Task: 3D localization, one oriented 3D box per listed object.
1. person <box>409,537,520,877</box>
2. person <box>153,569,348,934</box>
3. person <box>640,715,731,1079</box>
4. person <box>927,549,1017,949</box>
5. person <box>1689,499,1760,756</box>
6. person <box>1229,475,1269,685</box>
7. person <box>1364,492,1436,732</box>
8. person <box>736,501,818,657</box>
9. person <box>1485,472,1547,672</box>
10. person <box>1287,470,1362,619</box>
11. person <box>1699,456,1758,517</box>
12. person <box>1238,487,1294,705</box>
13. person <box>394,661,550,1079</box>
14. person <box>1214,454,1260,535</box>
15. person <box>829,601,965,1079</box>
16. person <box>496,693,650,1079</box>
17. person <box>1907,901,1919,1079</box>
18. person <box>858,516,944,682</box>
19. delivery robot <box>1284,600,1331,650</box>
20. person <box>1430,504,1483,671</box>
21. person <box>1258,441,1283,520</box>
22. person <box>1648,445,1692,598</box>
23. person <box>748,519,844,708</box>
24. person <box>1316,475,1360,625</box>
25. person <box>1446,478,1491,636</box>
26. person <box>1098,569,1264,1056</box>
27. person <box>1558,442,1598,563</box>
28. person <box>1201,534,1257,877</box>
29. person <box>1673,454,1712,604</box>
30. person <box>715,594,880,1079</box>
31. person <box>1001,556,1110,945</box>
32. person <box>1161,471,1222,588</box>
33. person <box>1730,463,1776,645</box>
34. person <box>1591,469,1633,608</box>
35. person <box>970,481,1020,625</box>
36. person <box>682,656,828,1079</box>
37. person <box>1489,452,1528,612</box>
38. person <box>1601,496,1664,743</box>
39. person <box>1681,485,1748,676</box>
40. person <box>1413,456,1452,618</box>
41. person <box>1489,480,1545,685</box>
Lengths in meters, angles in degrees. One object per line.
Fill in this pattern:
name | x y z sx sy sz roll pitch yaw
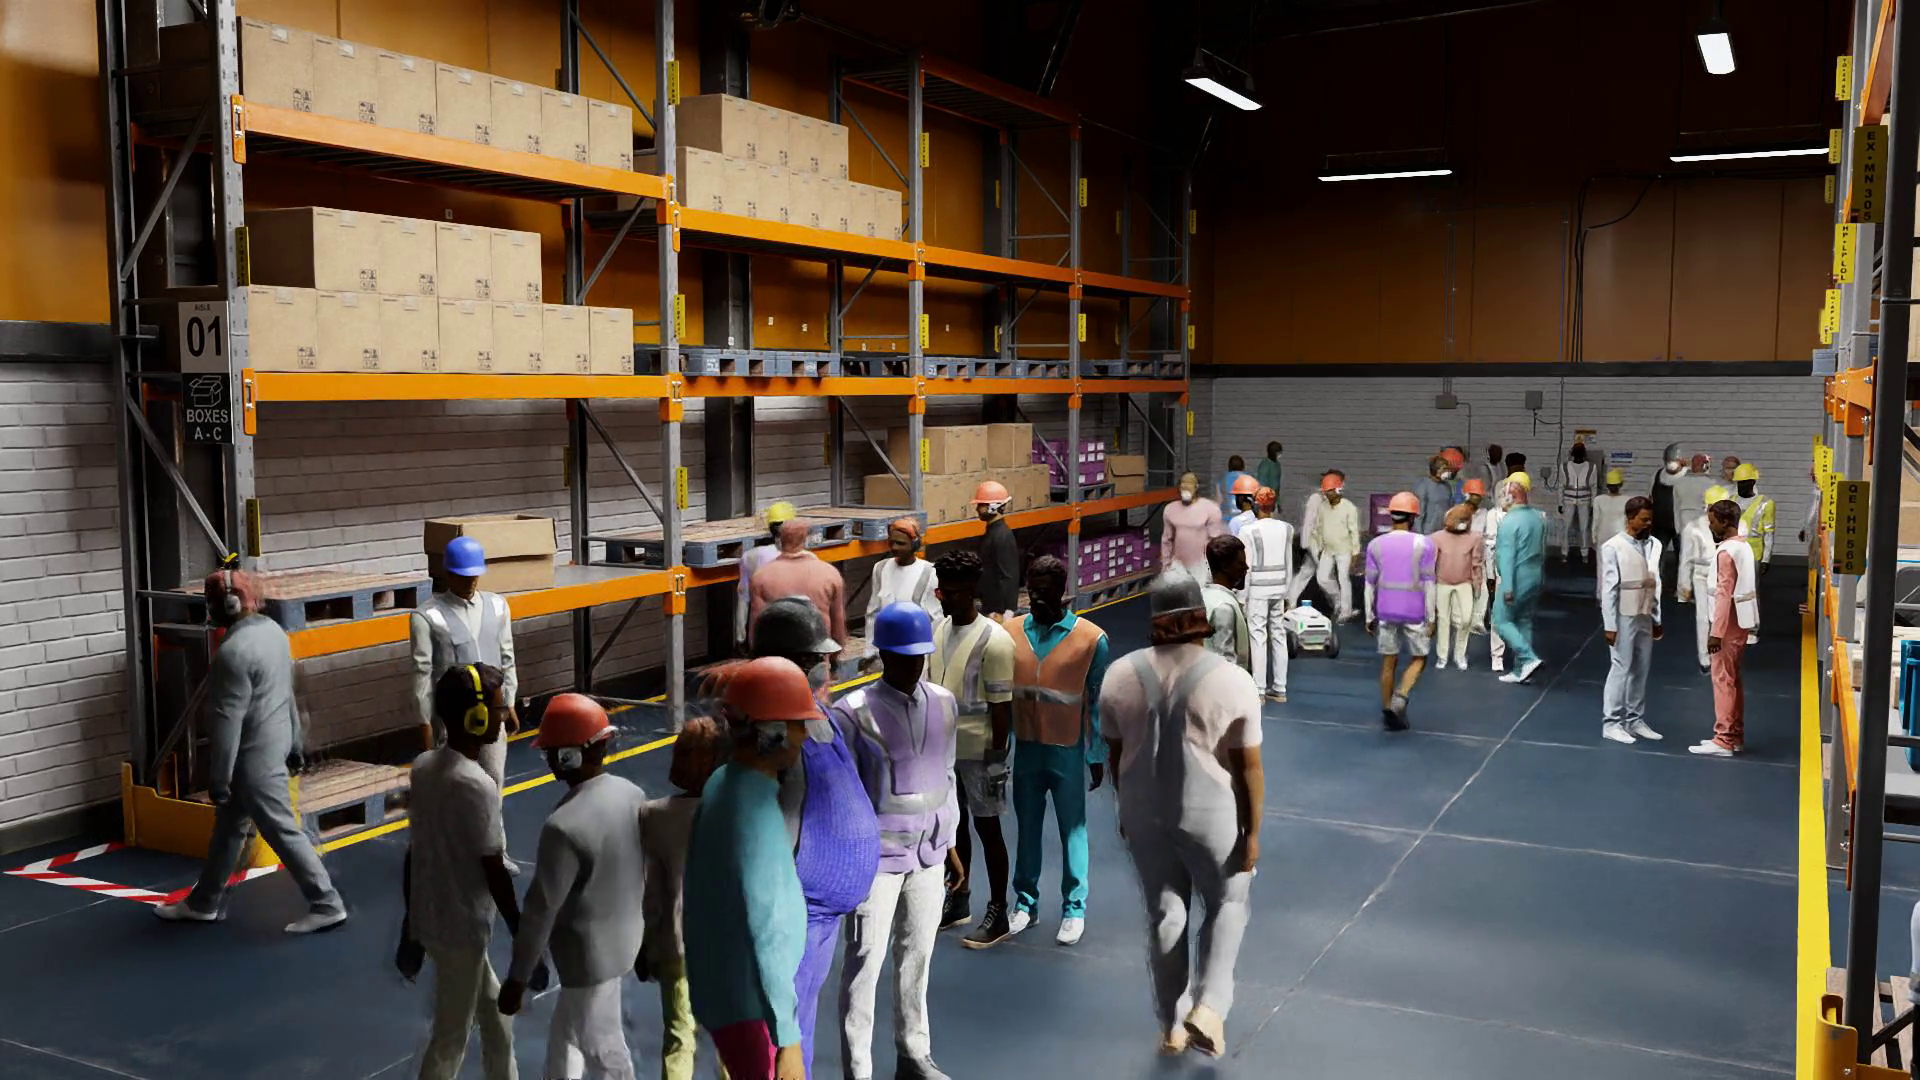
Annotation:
person | -2.724 0.940 9.175 0.418 1.933 0.616 5 7 43
person | -3.554 1.061 8.321 1.004 1.850 0.663 -1 5 -6
person | -0.854 1.408 5.672 0.500 1.636 0.284 1 5 12
person | 0.029 1.015 8.226 0.385 1.957 0.603 -4 7 -40
person | 5.732 0.652 12.409 0.414 1.906 0.597 4 6 34
person | 2.607 0.377 15.172 0.549 1.936 0.377 -5 7 -43
person | 3.468 0.585 13.120 0.582 1.914 0.565 3 6 30
person | -1.335 0.664 12.281 0.628 1.908 0.525 0 5 -5
person | 5.347 0.306 15.993 0.588 1.927 0.365 0 5 -3
person | 4.249 0.053 19.643 0.989 1.776 0.631 3 6 30
person | 9.339 -0.067 20.189 0.670 1.895 0.480 1 6 15
person | 2.621 0.480 14.351 0.574 1.882 0.358 -3 6 -29
person | -1.566 1.321 5.592 0.889 1.834 0.513 -4 7 -38
person | 3.774 -0.259 22.663 0.641 1.819 0.633 1 5 12
person | -0.233 1.192 6.338 0.615 1.945 0.405 -4 7 -40
person | -1.362 1.368 5.576 0.784 1.724 0.576 1 5 11
person | 2.833 1.488 4.497 0.534 1.697 0.318 1 5 13
person | -0.375 0.775 11.211 0.615 1.878 0.381 4 6 35
delivery robot | 3.513 0.853 16.880 0.477 0.478 0.707 -1 6 -4
person | 4.728 0.457 16.036 0.596 1.615 0.446 1 5 14
person | 4.697 -0.549 25.245 0.399 1.925 0.650 3 6 26
person | 9.076 -0.237 21.231 0.713 2.000 0.974 5 7 43
person | -1.098 0.789 11.183 0.646 1.858 1.008 -1 5 -9
person | 4.324 0.113 19.084 0.405 1.725 0.647 -4 7 -38
person | 5.575 0.201 18.125 0.589 1.737 0.500 -1 6 -16
person | 0.927 1.100 6.838 0.694 2.000 0.553 3 6 26
person | 9.556 -0.573 25.754 0.574 1.876 0.355 2 6 21
person | 1.449 0.923 9.388 0.391 1.920 0.587 0 5 -4
person | 9.225 -0.125 20.765 0.410 1.904 0.639 -3 6 -29
person | -0.545 1.197 5.796 0.538 2.000 0.684 1 5 12
person | 0.450 1.028 8.271 0.597 1.916 0.371 3 6 26
person | 2.325 0.259 16.553 0.655 1.917 0.601 3 6 33
person | 8.331 0.150 17.670 0.367 1.927 0.590 -4 7 -36
person | 8.161 -0.032 20.746 0.531 1.720 0.889 3 6 29
person | 0.275 0.525 13.273 0.395 1.993 0.614 0 5 -3
person | -0.614 1.316 4.798 0.477 1.980 0.636 -1 5 -9
person | 6.621 -0.082 19.994 0.367 1.957 0.600 -2 6 -18
person | 5.178 0.609 12.859 0.601 1.906 0.386 -3 6 -30
person | 7.135 0.385 15.715 0.615 1.816 0.412 1 5 10
person | 5.606 -0.038 19.718 0.633 1.930 0.379 -4 7 -39
person | 5.110 0.400 15.177 0.661 1.887 0.471 -5 7 -41
